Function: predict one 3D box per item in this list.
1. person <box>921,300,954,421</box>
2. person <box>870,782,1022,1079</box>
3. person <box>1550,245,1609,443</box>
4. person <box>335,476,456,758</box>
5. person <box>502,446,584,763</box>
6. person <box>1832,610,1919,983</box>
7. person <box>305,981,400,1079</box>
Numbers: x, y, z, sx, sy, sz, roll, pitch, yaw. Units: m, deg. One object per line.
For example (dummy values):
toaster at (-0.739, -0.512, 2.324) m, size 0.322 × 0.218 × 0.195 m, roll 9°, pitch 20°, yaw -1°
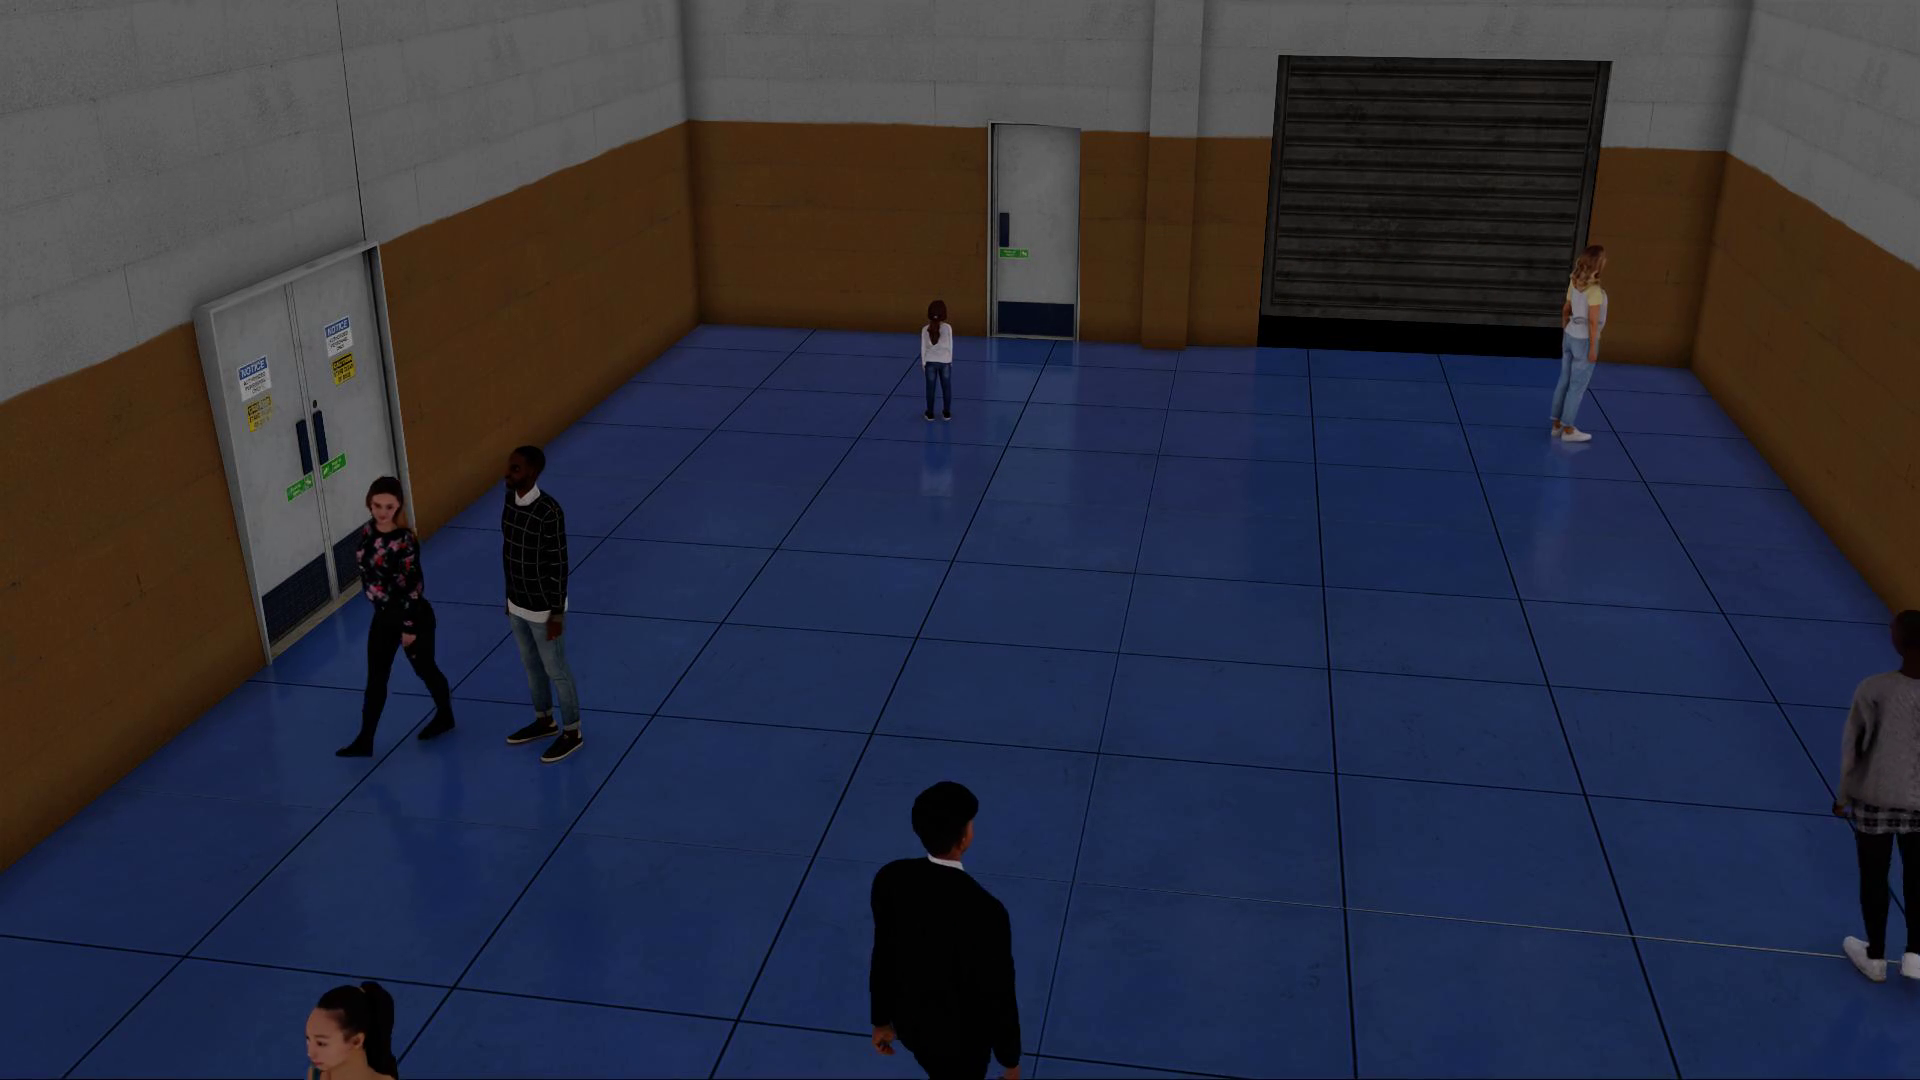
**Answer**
person at (-0.199, -1.649, 15.168) m, size 0.471 × 1.110 × 0.549 m, roll -2°, pitch 22°, yaw -6°
person at (-0.115, 1.741, 5.745) m, size 1.280 × 1.845 × 1.142 m, roll 15°, pitch 27°, yaw 33°
person at (5.394, -1.713, 14.484) m, size 0.668 × 1.723 × 0.699 m, roll -4°, pitch 22°, yaw -11°
person at (-3.058, 0.464, 9.358) m, size 1.008 × 1.521 × 0.914 m, roll 15°, pitch 26°, yaw 32°
person at (-2.345, 0.333, 9.282) m, size 0.688 × 1.820 × 0.803 m, roll 19°, pitch 28°, yaw 38°
person at (4.147, 1.160, 7.309) m, size 0.597 × 1.757 × 0.744 m, roll 10°, pitch 24°, yaw 23°
person at (-1.768, 2.071, 5.152) m, size 0.655 × 1.676 × 0.734 m, roll 17°, pitch 27°, yaw 35°
